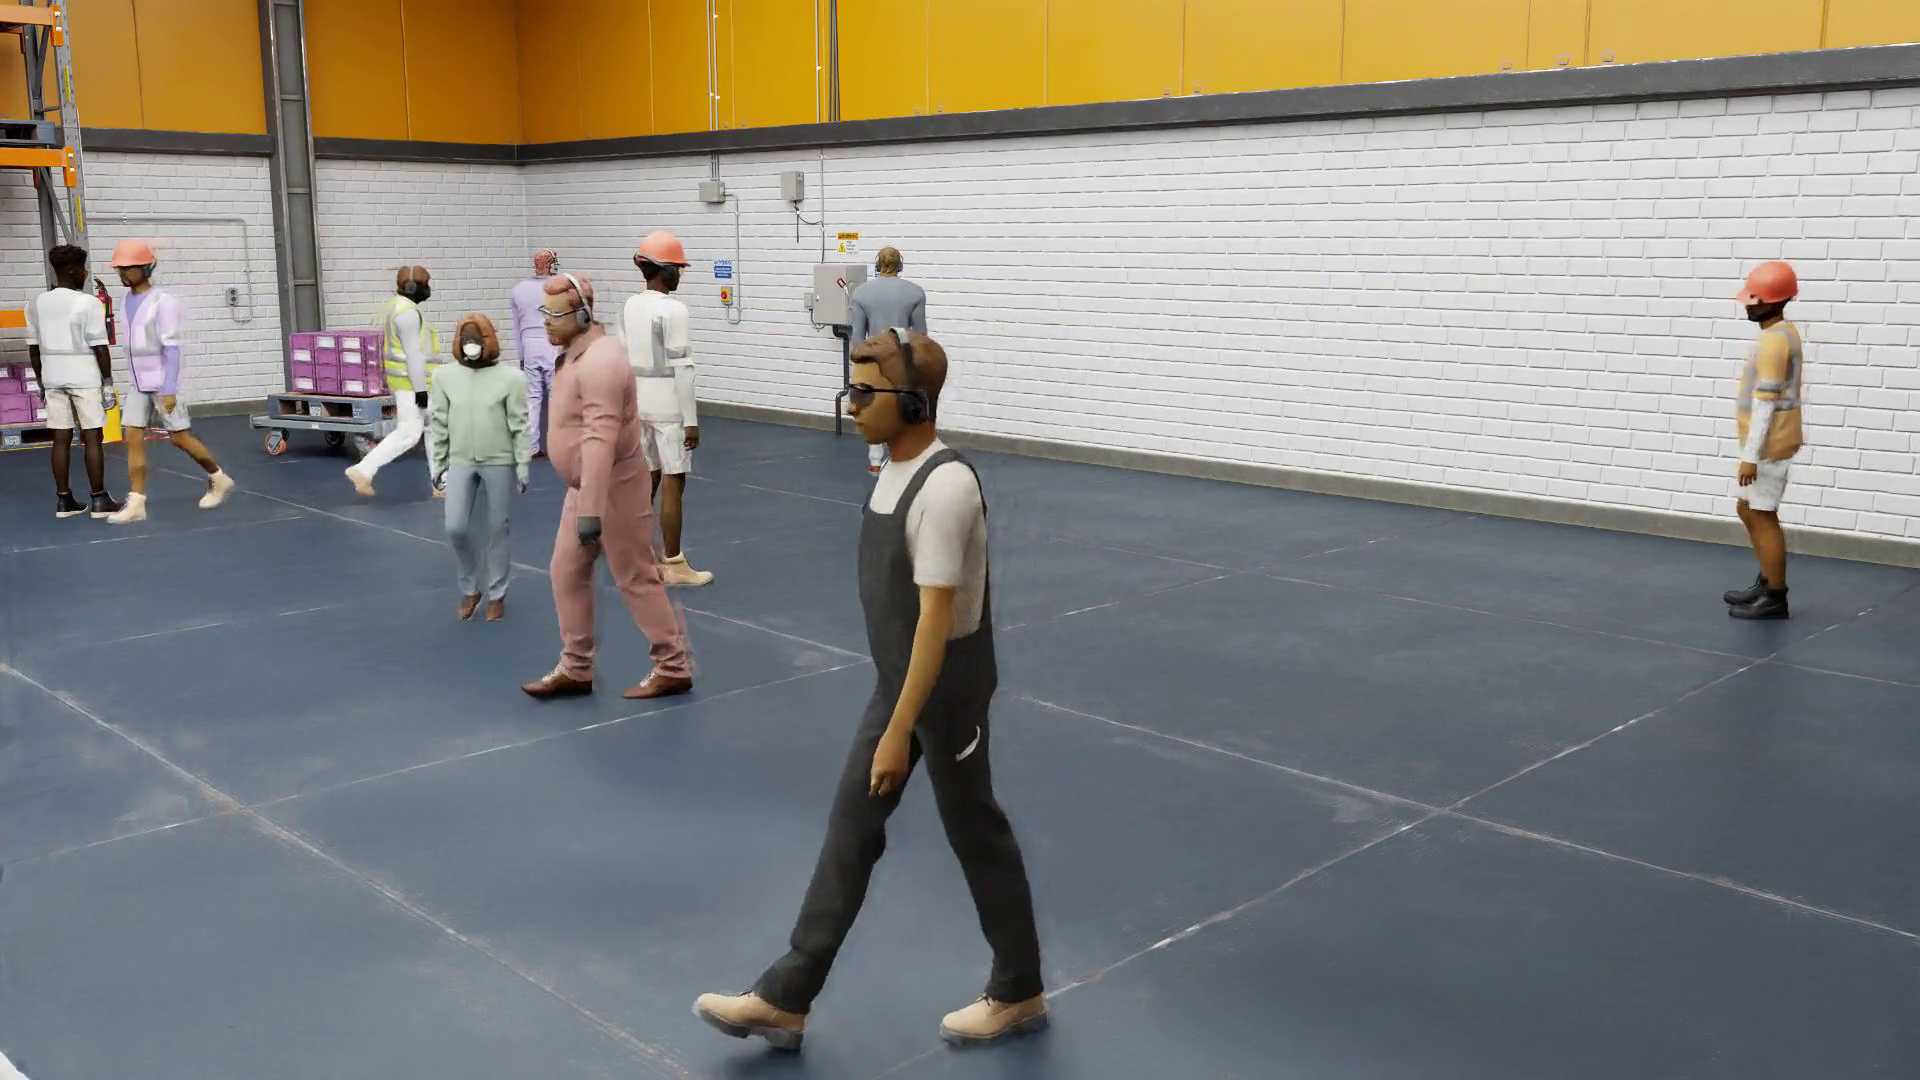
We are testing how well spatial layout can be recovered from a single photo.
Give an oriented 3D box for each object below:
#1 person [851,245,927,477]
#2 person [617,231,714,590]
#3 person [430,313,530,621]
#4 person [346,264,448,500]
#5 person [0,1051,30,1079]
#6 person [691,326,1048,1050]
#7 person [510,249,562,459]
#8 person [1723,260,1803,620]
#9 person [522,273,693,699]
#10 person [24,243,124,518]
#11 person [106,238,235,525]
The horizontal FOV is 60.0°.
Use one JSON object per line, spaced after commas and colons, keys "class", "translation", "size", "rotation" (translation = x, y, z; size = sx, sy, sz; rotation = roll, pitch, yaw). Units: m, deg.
{"class": "person", "translation": [-0.588, -1.494, 13.974], "size": [0.635, 1.936, 0.354], "rotation": [0, 10, -1]}
{"class": "person", "translation": [-1.692, -0.736, 9.555], "size": [0.612, 2.041, 0.380], "rotation": [10, 14, 43]}
{"class": "person", "translation": [-2.502, -0.368, 8.669], "size": [0.522, 1.617, 0.424], "rotation": [-1, 10, -4]}
{"class": "person", "translation": [-4.221, -1.183, 12.622], "size": [0.860, 1.809, 0.610], "rotation": [-3, 11, -16]}
{"class": "person", "translation": [-2.049, 0.570, 3.034], "size": [0.698, 1.822, 0.636], "rotation": [1, 10, 7]}
{"class": "person", "translation": [-0.182, 0.399, 4.008], "size": [0.943, 1.796, 0.540], "rotation": [-4, 11, -22]}
{"class": "person", "translation": [-3.718, -1.669, 15.046], "size": [0.645, 1.900, 0.403], "rotation": [3, 11, 18]}
{"class": "person", "translation": [4.199, -0.502, 8.684], "size": [0.430, 1.899, 0.596], "rotation": [5, 11, 24]}
{"class": "person", "translation": [-1.555, -0.198, 7.121], "size": [0.836, 1.863, 0.665], "rotation": [-5, 12, -25]}
{"class": "person", "translation": [-6.354, -1.136, 11.944], "size": [0.611, 1.962, 0.364], "rotation": [2, 11, 9]}
{"class": "person", "translation": [-5.703, -1.147, 11.917], "size": [0.618, 2.011, 0.961], "rotation": [5, 12, 25]}
